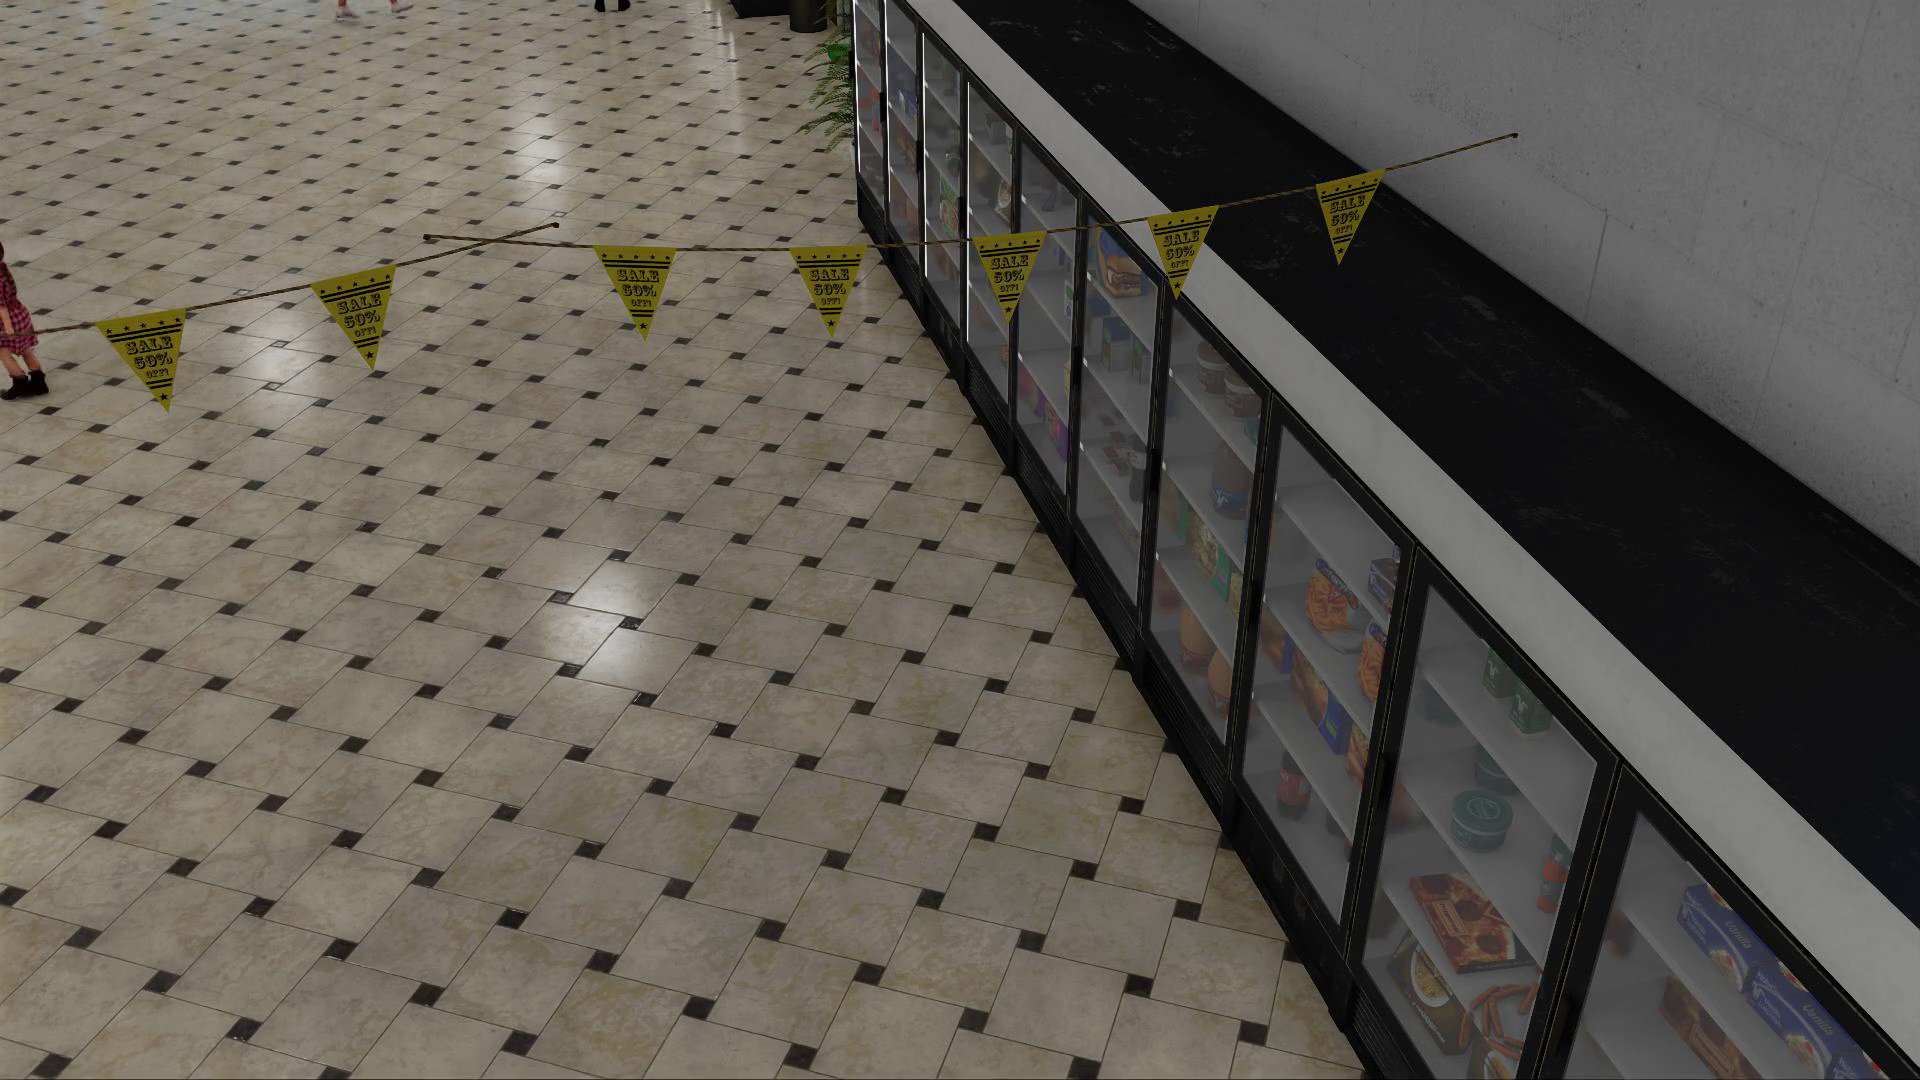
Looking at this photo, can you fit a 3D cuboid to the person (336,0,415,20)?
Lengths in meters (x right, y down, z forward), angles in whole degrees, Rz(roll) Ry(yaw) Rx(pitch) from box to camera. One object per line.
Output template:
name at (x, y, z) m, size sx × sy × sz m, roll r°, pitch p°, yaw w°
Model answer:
person at (-6.180, -6.124, 16.915) m, size 1.028 × 1.664 × 1.181 m, roll 24°, pitch 39°, yaw 33°

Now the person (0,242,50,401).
person at (-5.564, -1.314, 9.805) m, size 0.469 × 1.010 × 0.436 m, roll -10°, pitch 33°, yaw -15°

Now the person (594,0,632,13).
person at (-3.736, -6.465, 17.247) m, size 0.587 × 1.893 × 0.774 m, roll -4°, pitch 32°, yaw -7°
